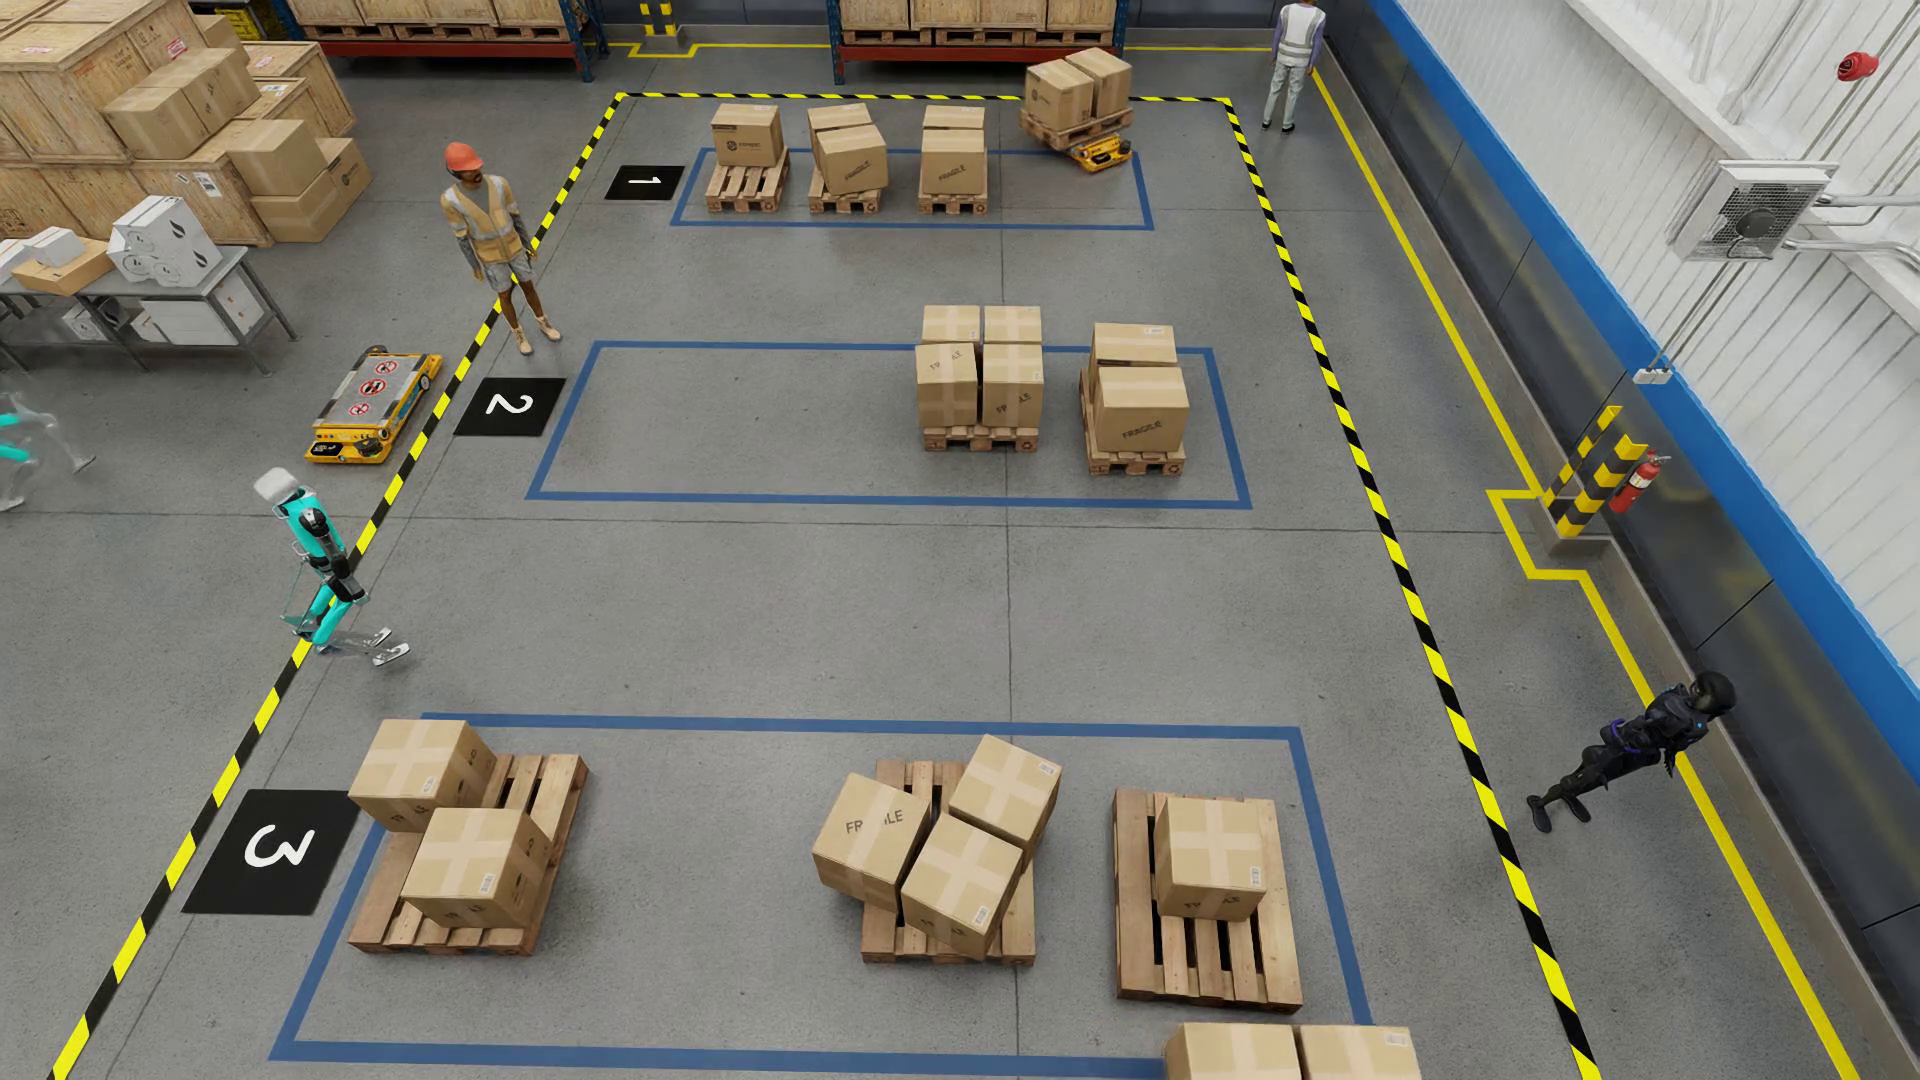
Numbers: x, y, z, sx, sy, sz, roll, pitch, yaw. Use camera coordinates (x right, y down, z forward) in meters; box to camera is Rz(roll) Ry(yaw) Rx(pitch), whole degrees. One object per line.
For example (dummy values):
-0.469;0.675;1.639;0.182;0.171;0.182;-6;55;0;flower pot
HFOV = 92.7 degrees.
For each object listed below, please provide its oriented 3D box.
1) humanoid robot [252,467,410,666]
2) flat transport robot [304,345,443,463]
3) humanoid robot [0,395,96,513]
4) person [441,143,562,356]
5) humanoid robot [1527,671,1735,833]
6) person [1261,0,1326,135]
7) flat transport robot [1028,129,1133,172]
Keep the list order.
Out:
-4.299;0.302;6.059;0.533;1.681;0.735;34;58;25;humanoid robot
-5.383;-1.269;8.441;0.659;0.231;1.431;1;50;1;flat transport robot
-7.724;-0.986;7.272;1.030;1.761;0.538;-34;58;-25;humanoid robot
-4.230;-2.656;8.450;0.613;2.046;0.359;-36;58;-26;person
3.949;1.251;5.377;0.599;1.655;0.315;-8;50;-7;humanoid robot
4.169;-6.016;11.438;0.585;1.825;0.404;25;54;20;person
1.499;-5.182;11.733;0.652;0.197;1.431;-28;55;-22;flat transport robot
